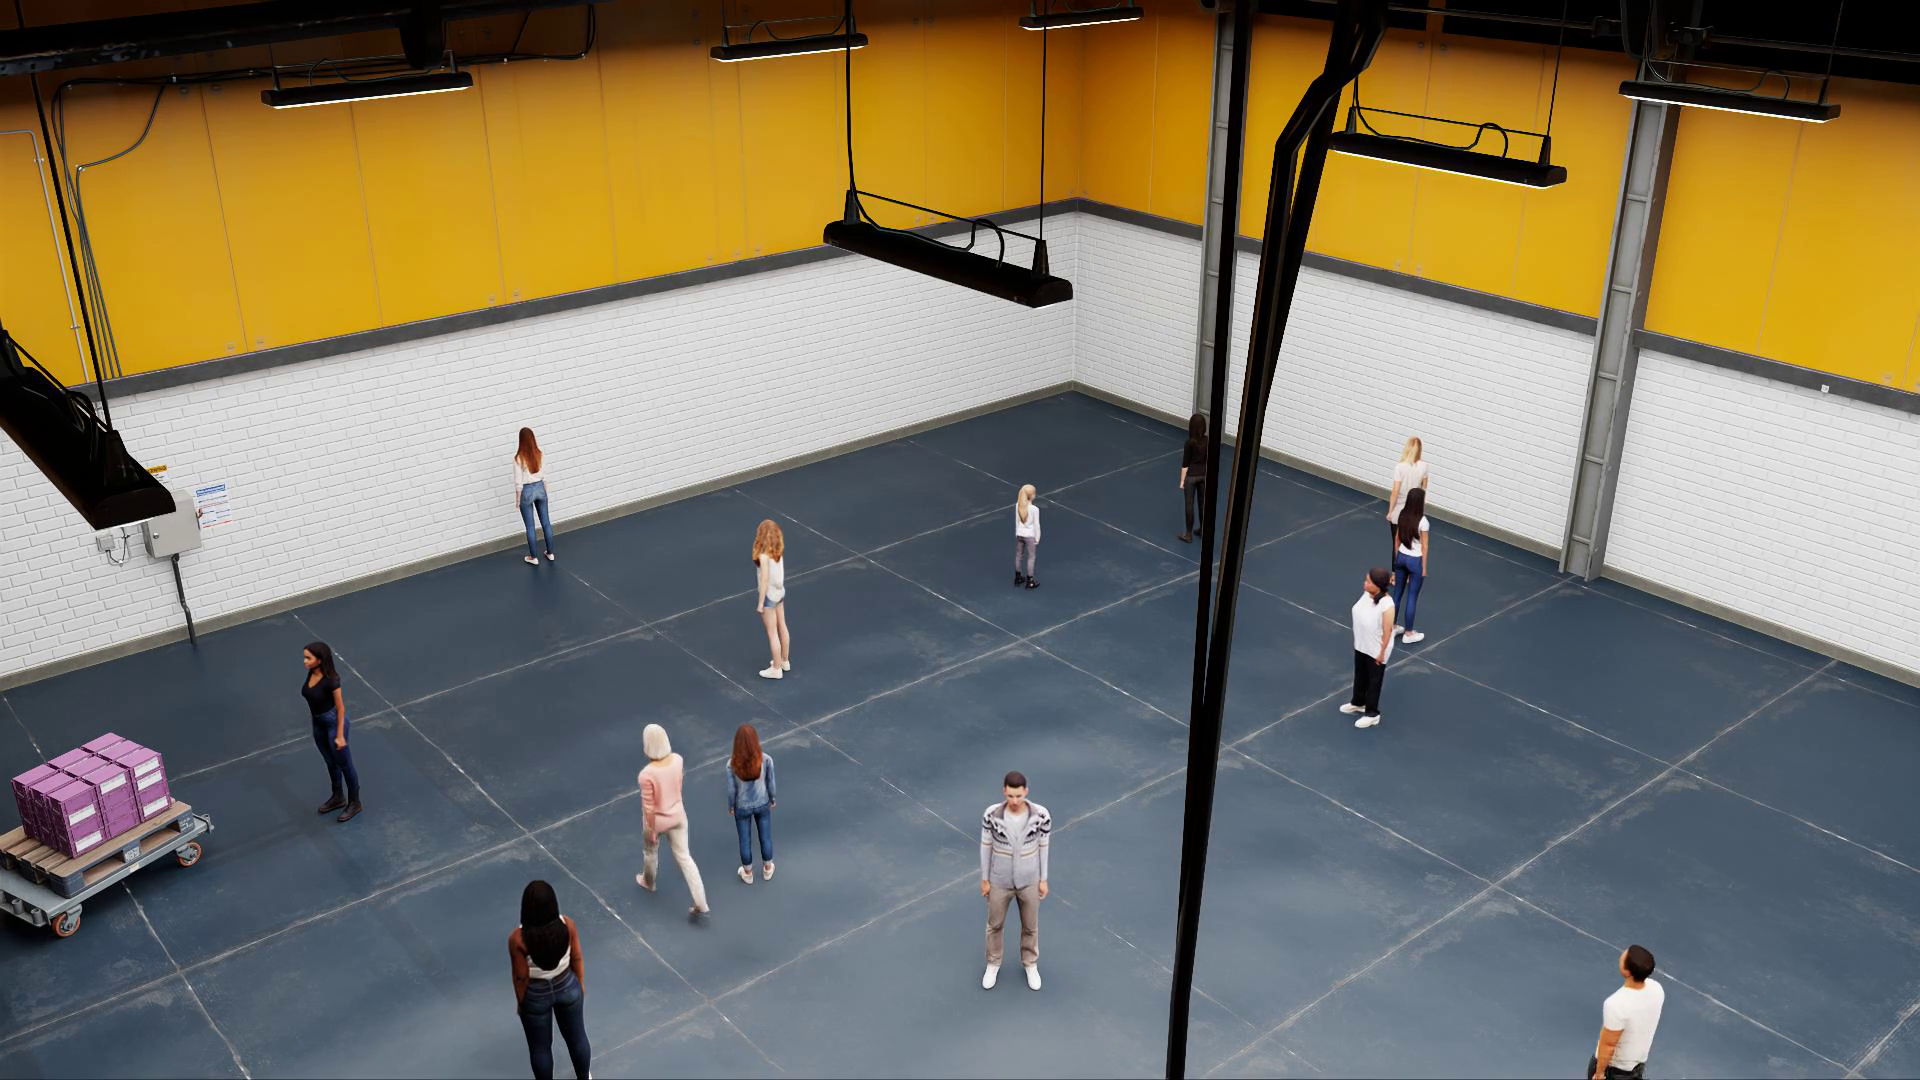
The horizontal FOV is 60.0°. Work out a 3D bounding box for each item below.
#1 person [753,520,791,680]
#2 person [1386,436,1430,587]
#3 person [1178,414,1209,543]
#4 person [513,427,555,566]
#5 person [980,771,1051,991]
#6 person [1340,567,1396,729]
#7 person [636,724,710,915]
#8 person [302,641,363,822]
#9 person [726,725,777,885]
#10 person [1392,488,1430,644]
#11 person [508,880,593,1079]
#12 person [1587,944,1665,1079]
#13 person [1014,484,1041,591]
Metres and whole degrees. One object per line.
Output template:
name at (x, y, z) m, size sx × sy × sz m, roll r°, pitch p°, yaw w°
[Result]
person at (-1.940, 0.608, 17.332) m, size 0.651 × 1.759 × 0.645 m, roll 10°, pitch 26°, yaw 22°
person at (5.216, -0.335, 19.407) m, size 0.691 × 1.825 × 0.692 m, roll -5°, pitch 24°, yaw -10°
person at (2.949, -0.778, 20.652) m, size 0.604 × 1.640 × 0.582 m, roll -11°, pitch 26°, yaw -23°
person at (-5.136, -0.544, 20.006) m, size 0.575 × 1.728 × 0.502 m, roll -17°, pitch 29°, yaw -34°
person at (0.417, 2.567, 12.723) m, size 0.762 × 1.861 × 0.797 m, roll 0°, pitch 24°, yaw 0°
person at (4.066, 1.029, 16.458) m, size 0.816 × 1.687 × 0.714 m, roll -5°, pitch 24°, yaw -10°
person at (-2.339, 2.306, 13.542) m, size 1.173 × 1.684 × 0.689 m, roll 21°, pitch 31°, yaw 39°
person at (-5.634, 1.683, 14.898) m, size 0.549 × 1.740 × 0.671 m, roll 15°, pitch 28°, yaw 31°
person at (-1.752, 2.221, 13.993) m, size 0.636 × 1.478 × 0.633 m, roll -6°, pitch 24°, yaw -13°
person at (4.887, 0.264, 18.100) m, size 0.673 × 1.774 × 0.500 m, roll -14°, pitch 27°, yaw -29°
person at (-2.827, 3.136, 11.487) m, size 0.705 × 1.808 × 0.685 m, roll -11°, pitch 26°, yaw -23°
person at (4.376, 3.432, 10.835) m, size 0.783 × 1.788 × 1.014 m, roll -12°, pitch 26°, yaw -26°
person at (0.769, -0.050, 19.440) m, size 0.488 × 1.277 × 0.584 m, roll 16°, pitch 28°, yaw 33°
